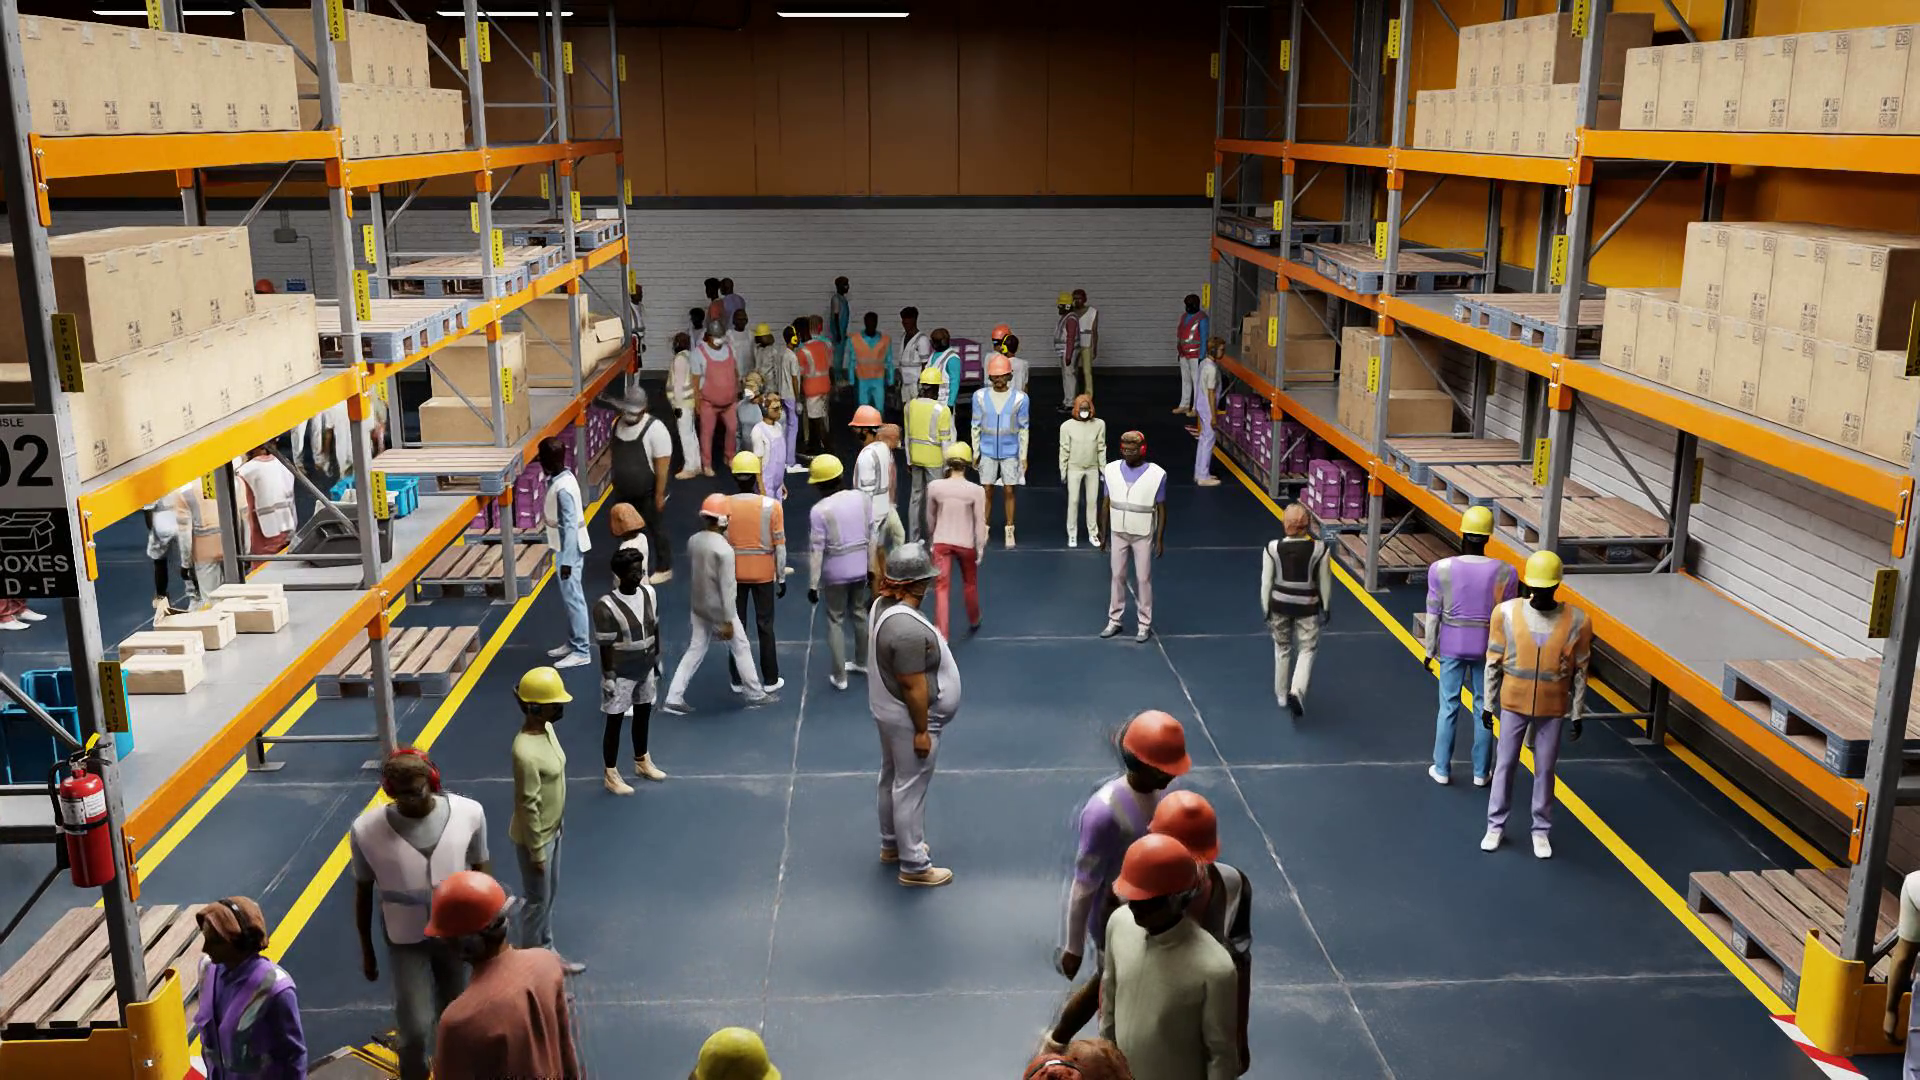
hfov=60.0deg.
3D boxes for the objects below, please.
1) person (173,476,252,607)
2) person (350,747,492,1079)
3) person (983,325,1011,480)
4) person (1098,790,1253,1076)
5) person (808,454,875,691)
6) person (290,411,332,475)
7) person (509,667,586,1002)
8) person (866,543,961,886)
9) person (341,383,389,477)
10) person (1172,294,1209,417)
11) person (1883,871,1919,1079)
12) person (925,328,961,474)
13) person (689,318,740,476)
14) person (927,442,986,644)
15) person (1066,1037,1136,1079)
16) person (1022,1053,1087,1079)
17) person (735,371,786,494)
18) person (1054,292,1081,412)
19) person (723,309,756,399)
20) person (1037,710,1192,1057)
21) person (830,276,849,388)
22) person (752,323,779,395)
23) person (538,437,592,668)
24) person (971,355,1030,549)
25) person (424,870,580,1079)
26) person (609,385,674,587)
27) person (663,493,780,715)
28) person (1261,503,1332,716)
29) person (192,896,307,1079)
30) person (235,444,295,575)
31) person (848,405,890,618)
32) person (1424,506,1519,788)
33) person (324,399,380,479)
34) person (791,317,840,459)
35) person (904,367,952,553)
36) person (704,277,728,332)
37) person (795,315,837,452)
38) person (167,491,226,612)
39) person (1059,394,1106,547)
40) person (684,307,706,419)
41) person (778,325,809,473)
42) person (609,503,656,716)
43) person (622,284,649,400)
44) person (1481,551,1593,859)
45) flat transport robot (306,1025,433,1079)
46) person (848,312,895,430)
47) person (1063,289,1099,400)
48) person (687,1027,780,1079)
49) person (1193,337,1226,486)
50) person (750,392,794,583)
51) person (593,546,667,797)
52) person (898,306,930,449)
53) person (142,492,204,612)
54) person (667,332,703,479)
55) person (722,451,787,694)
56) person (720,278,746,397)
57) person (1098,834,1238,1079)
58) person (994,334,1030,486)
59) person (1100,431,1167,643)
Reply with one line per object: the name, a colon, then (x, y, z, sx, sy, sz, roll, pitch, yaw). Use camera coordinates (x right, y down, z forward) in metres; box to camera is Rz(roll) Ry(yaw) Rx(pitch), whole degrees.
person: (-6.072, 0.105, 13.554, 0.384, 1.917, 0.584, 14, 20, 43)
person: (-2.332, 1.748, 7.306, 0.566, 1.819, 0.454, -9, 17, -32)
person: (0.488, -1.694, 20.601, 0.387, 1.929, 0.543, -5, 15, -20)
person: (0.831, 1.890, 6.326, 0.613, 2.033, 0.411, -4, 15, -14)
person: (-0.946, 0.240, 13.094, 0.680, 1.888, 0.503, -13, 19, -41)
person: (-8.228, -1.742, 20.958, 0.429, 1.840, 0.629, 12, 18, 38)
person: (-2.103, 1.486, 8.450, 0.341, 1.760, 0.525, 0, 14, -2)
person: (-0.264, 1.002, 9.786, 0.536, 2.000, 0.676, -5, 15, -19)
person: (-7.258, -1.517, 20.320, 0.574, 1.720, 0.841, 11, 18, 37)
person: (3.481, -2.783, 25.053, 0.429, 1.838, 0.622, -8, 16, -28)
person: (4.010, 1.904, 6.657, 0.565, 1.836, 0.395, 3, 15, 13)
person: (-0.240, -1.765, 21.048, 0.429, 1.843, 0.621, -8, 16, -28)
person: (-3.044, -1.800, 20.785, 0.709, 2.000, 0.577, -10, 18, -36)
person: (-0.026, 0.016, 14.288, 0.539, 1.725, 0.866, 2, 14, 9)
person: (0.465, 2.366, 5.252, 0.692, 1.636, 0.438, 0, 14, 1)
person: (0.275, 2.357, 4.793, 0.576, 1.880, 0.358, 1, 14, 2)
person: (-2.036, -0.758, 16.899, 0.627, 1.941, 0.374, 10, 17, 35)
person: (1.631, -2.869, 25.417, 0.403, 1.824, 0.593, -1, 14, -4)
person: (-3.056, -2.309, 23.189, 0.504, 1.839, 0.342, -7, 16, -27)
person: (0.697, 1.658, 7.344, 0.958, 1.986, 0.639, 10, 17, 34)
person: (-1.989, -3.469, 27.725, 0.329, 1.844, 0.509, 2, 14, 7)
person: (-2.616, -2.056, 22.409, 0.495, 1.734, 0.353, 12, 19, 39)
person: (-3.217, 0.093, 13.609, 0.395, 1.913, 0.590, -5, 15, -17)
person: (0.411, -0.910, 17.284, 0.605, 2.045, 0.385, 2, 14, 7)
person: (-1.479, 2.084, 5.769, 1.016, 1.944, 0.652, 4, 15, 14)
person: (-3.033, -0.531, 15.803, 0.702, 2.000, 0.795, 7, 16, 24)
person: (-1.847, 0.491, 12.516, 0.877, 1.705, 0.578, -13, 19, -40)
person: (2.500, 0.534, 12.458, 0.525, 1.617, 0.553, 5, 15, 19)
person: (-2.657, 2.099, 6.279, 0.523, 1.638, 0.310, 8, 16, 29)
person: (-5.891, -0.050, 14.195, 0.399, 1.902, 0.609, 5, 15, 19)
person: (-0.816, -0.245, 14.887, 0.361, 1.938, 0.545, 3, 15, 13)
person: (3.398, 0.719, 11.122, 0.585, 1.927, 0.366, 3, 15, 12)
person: (-6.386, -0.867, 17.527, 0.551, 1.833, 0.784, -2, 14, -9)
person: (-1.959, -1.940, 21.584, 0.901, 1.911, 0.689, 10, 17, 33)
person: (-0.319, -0.833, 17.248, 0.583, 1.918, 0.407, 10, 17, 34)
person: (-3.852, -3.175, 26.359, 0.371, 1.958, 0.598, 0, 14, 2)
person: (-1.945, -2.095, 22.348, 0.563, 1.838, 0.390, 6, 15, 21)
person: (-6.828, -0.243, 14.946, 0.590, 1.909, 0.398, -3, 15, -10)
person: (1.284, -0.724, 17.394, 0.505, 1.622, 0.296, -3, 15, -12)
person: (-3.846, -2.606, 24.648, 0.540, 1.697, 0.318, 5, 15, 17)
person: (-2.137, -1.782, 21.082, 0.323, 1.860, 0.517, -7, 16, -25)
person: (-2.462, 0.514, 12.513, 0.281, 1.633, 0.498, 1, 14, 5)
person: (-5.129, -3.106, 26.257, 0.379, 1.876, 0.581, 4, 15, 14)
person: (3.468, 0.991, 10.054, 0.594, 1.924, 0.383, 5, 15, 18)
flat transport robot: (-2.828, 2.564, 7.181, 0.652, 0.197, 1.431, 10, 17, 34)
person: (-1.203, -2.162, 22.541, 0.650, 1.873, 0.500, -3, 15, -10)
person: (1.877, -2.994, 25.894, 0.564, 1.834, 0.391, 5, 15, 18)
person: (-0.700, 2.318, 5.225, 0.320, 1.739, 0.484, 4, 15, 15)
person: (3.040, -1.568, 20.295, 0.339, 1.833, 0.522, -1, 14, -2)
person: (-1.834, -0.521, 16.153, 0.344, 1.846, 0.506, 5, 15, 17)
person: (-2.194, 0.856, 11.064, 0.322, 1.691, 0.533, 10, 17, 34)
person: (-0.642, -2.165, 22.377, 0.369, 1.960, 0.604, -9, 17, -32)
person: (-7.071, -0.123, 14.967, 0.821, 1.661, 0.539, 14, 20, 43)
person: (-3.439, -1.681, 20.805, 0.432, 1.810, 0.690, 1, 14, 5)
person: (-1.635, 0.261, 12.924, 0.587, 1.926, 0.368, 0, 14, 2)
person: (-3.663, -3.225, 26.605, 0.375, 1.933, 0.625, 8, 17, 30)
person: (0.715, 1.994, 6.017, 0.416, 1.986, 0.629, -12, 18, -39)
person: (0.616, -1.575, 20.265, 0.509, 1.863, 0.326, -9, 17, -31)
person: (1.487, -0.042, 14.278, 0.571, 1.840, 0.374, 7, 16, 24)
